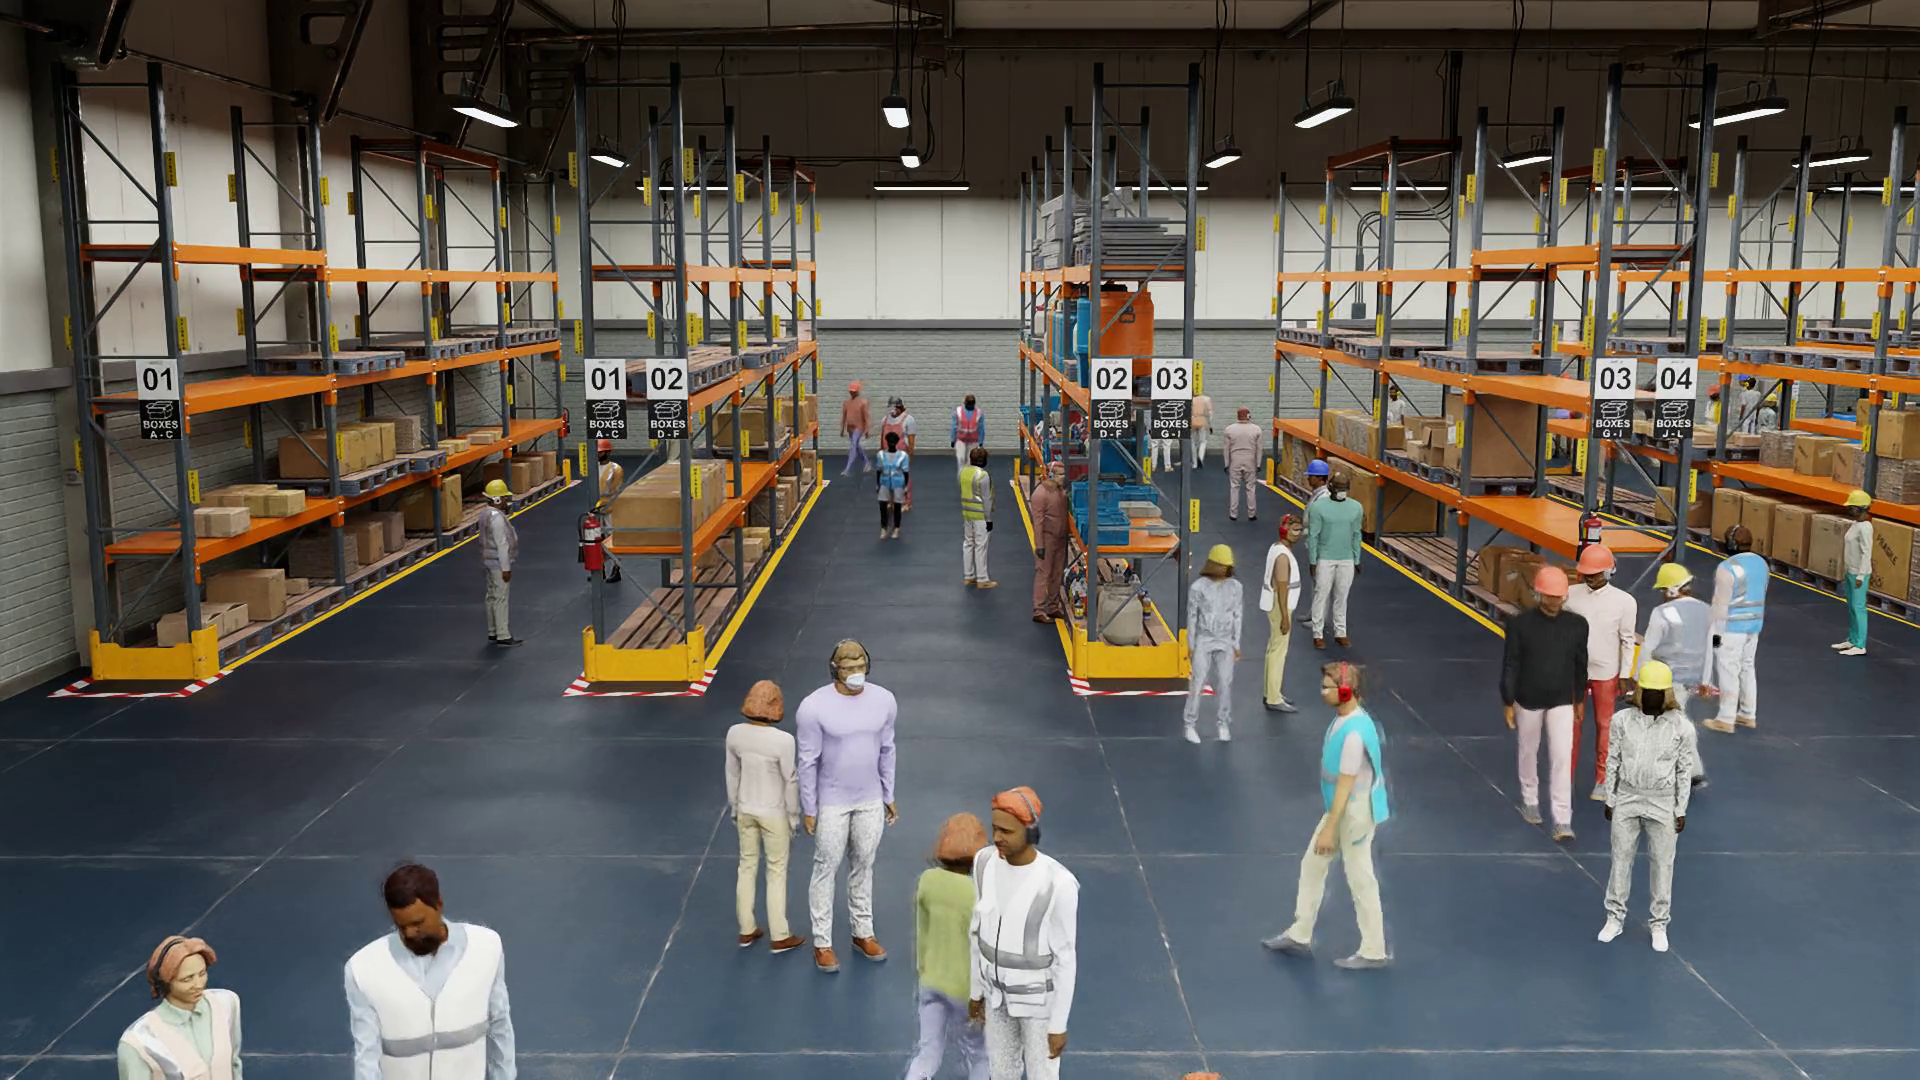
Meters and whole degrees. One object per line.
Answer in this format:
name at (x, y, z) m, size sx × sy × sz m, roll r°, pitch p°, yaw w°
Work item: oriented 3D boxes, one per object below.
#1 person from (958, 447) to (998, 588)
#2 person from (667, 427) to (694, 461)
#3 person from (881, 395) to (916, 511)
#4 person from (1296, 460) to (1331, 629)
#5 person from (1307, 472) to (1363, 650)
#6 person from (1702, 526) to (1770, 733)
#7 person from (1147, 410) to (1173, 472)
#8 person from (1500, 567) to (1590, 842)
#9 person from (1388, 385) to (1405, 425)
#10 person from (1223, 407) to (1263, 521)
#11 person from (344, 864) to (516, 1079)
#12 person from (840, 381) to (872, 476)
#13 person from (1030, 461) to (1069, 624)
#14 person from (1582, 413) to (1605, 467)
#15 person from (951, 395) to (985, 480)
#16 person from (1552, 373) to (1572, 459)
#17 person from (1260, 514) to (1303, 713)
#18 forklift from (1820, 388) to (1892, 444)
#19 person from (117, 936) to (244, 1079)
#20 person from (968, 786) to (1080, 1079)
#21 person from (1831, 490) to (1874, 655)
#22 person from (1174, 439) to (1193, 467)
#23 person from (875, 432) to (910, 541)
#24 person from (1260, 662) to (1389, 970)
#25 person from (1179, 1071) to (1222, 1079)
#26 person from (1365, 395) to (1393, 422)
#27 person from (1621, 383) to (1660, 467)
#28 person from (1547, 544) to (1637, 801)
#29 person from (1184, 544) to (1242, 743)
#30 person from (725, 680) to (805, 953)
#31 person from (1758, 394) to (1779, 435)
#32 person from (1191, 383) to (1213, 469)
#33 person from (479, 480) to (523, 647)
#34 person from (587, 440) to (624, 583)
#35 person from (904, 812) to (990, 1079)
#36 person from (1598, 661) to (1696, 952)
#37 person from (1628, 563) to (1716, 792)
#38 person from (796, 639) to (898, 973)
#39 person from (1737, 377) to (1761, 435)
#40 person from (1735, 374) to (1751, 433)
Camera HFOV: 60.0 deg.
person at (0.242, -0.293, 21.671) m, size 0.429 × 1.844 × 0.625 m, roll -6°, pitch 11°, yaw -34°
person at (-4.628, -1.223, 27.189) m, size 0.609 × 1.985 × 0.394 m, roll -8°, pitch 12°, yaw -42°
person at (-1.118, -1.515, 28.891) m, size 0.683 × 2.000 × 0.535 m, roll 5°, pitch 10°, yaw 29°
person at (4.118, 0.044, 19.155) m, size 0.391 × 1.948 × 0.605 m, roll 0°, pitch 9°, yaw 3°
person at (4.070, 0.224, 18.040) m, size 0.630 × 1.938 × 0.373 m, roll -2°, pitch 9°, yaw -12°
person at (6.896, 0.785, 14.785) m, size 0.627 × 1.834 × 0.433 m, roll -5°, pitch 10°, yaw -30°
person at (4.236, -2.347, 34.881) m, size 0.625 × 1.844 × 0.429 m, roll 4°, pitch 10°, yaw 24°
person at (4.201, 1.168, 11.917) m, size 0.641 × 1.941 × 1.001 m, roll 1°, pitch 9°, yaw 7°
person at (8.959, -2.268, 34.338) m, size 0.336 × 1.860 × 0.497 m, roll -6°, pitch 11°, yaw -36°
person at (4.718, -1.268, 27.754) m, size 0.643 × 1.902 × 0.400 m, roll 2°, pitch 9°, yaw 12°
person at (-1.997, 2.082, 6.335) m, size 0.614 × 1.866 × 0.926 m, roll -4°, pitch 10°, yaw -25°
person at (-2.118, -2.310, 34.293) m, size 0.629 × 1.956 × 0.972 m, roll 6°, pitch 11°, yaw 36°
person at (1.088, 0.023, 19.477) m, size 0.401 × 1.897 × 0.648 m, roll 6°, pitch 11°, yaw 34°
person at (13.694, -2.526, 35.936) m, size 0.497 × 1.883 × 0.782 m, roll -6°, pitch 11°, yaw -34°
person at (0.163, -1.889, 32.063) m, size 0.637 × 1.799 × 0.904 m, roll -1°, pitch 9°, yaw -6°
person at (13.592, -2.792, 37.433) m, size 0.546 × 1.938 × 0.361 m, roll 2°, pitch 9°, yaw 11°
person at (2.978, 0.669, 15.478) m, size 0.381 × 1.839 × 0.566 m, roll 1°, pitch 9°, yaw 8°
forklift at (20.072, -3.110, 36.462) m, size 1.873 × 2.768 × 1.129 m, roll 0°, pitch 9°, yaw 0°
person at (-2.813, 2.230, 6.080) m, size 0.315 × 1.640 × 0.515 m, roll 4°, pitch 10°, yaw 24°
person at (0.256, 1.958, 7.073) m, size 0.574 × 1.878 × 0.358 m, roll 9°, pitch 12°, yaw 44°
person at (9.556, 0.350, 17.773) m, size 0.319 × 1.767 × 0.534 m, roll 2°, pitch 9°, yaw 16°
person at (4.830, -2.479, 35.765) m, size 0.337 × 1.840 × 0.517 m, roll -6°, pitch 11°, yaw -35°
person at (-1.060, -0.812, 25.504) m, size 0.553 × 1.671 × 0.683 m, roll 1°, pitch 9°, yaw 9°
person at (2.108, 1.600, 9.594) m, size 0.823 × 1.816 × 0.571 m, roll 0°, pitch 9°, yaw 3°
person at (0.707, 2.369, 4.596) m, size 0.572 × 1.839 × 1.002 m, roll -2°, pitch 9°, yaw -10°
person at (7.783, -1.791, 31.042) m, size 0.549 × 1.928 × 0.389 m, roll 1°, pitch 9°, yaw 5°
person at (14.770, -2.475, 35.799) m, size 0.844 × 1.818 × 0.629 m, roll 5°, pitch 10°, yaw 29°
person at (4.863, 1.010, 12.825) m, size 0.610 × 1.985 × 0.393 m, roll 7°, pitch 12°, yaw 40°
person at (2.213, 0.885, 14.425) m, size 0.487 × 1.741 × 0.310 m, roll -1°, pitch 9°, yaw -9°
person at (-1.164, 1.637, 9.916) m, size 0.507 × 1.631 × 0.266 m, roll 5°, pitch 10°, yaw 29°
person at (16.312, -2.091, 33.590) m, size 0.324 × 1.732 × 0.494 m, roll 0°, pitch 9°, yaw -1°
person at (5.056, -2.450, 35.339) m, size 0.624 × 1.903 × 0.556 m, roll 1°, pitch 9°, yaw 6°
person at (-5.034, 0.252, 18.191) m, size 0.403 × 1.833 × 0.590 m, roll -6°, pitch 10°, yaw -32°
person at (-4.714, -0.400, 22.051) m, size 0.543 × 1.938 × 0.356 m, roll 4°, pitch 10°, yaw 25°
person at (-0.059, 2.032, 7.523) m, size 0.506 × 1.584 × 0.830 m, roll 8°, pitch 12°, yaw 42°
person at (4.102, 1.578, 9.944) m, size 0.487 × 1.746 × 0.288 m, roll 5°, pitch 10°, yaw 29°
person at (5.669, 1.071, 13.093) m, size 0.585 × 1.783 × 0.862 m, roll -4°, pitch 10°, yaw -25°
person at (-0.642, 1.521, 9.688) m, size 0.629 × 1.940 × 0.378 m, roll -5°, pitch 10°, yaw -29°
person at (17.536, -2.691, 37.001) m, size 0.513 × 1.872 × 0.328 m, roll -3°, pitch 9°, yaw -17°
person at (17.658, -2.802, 37.465) m, size 0.404 × 1.945 × 0.615 m, roll 3°, pitch 9°, yaw 16°
